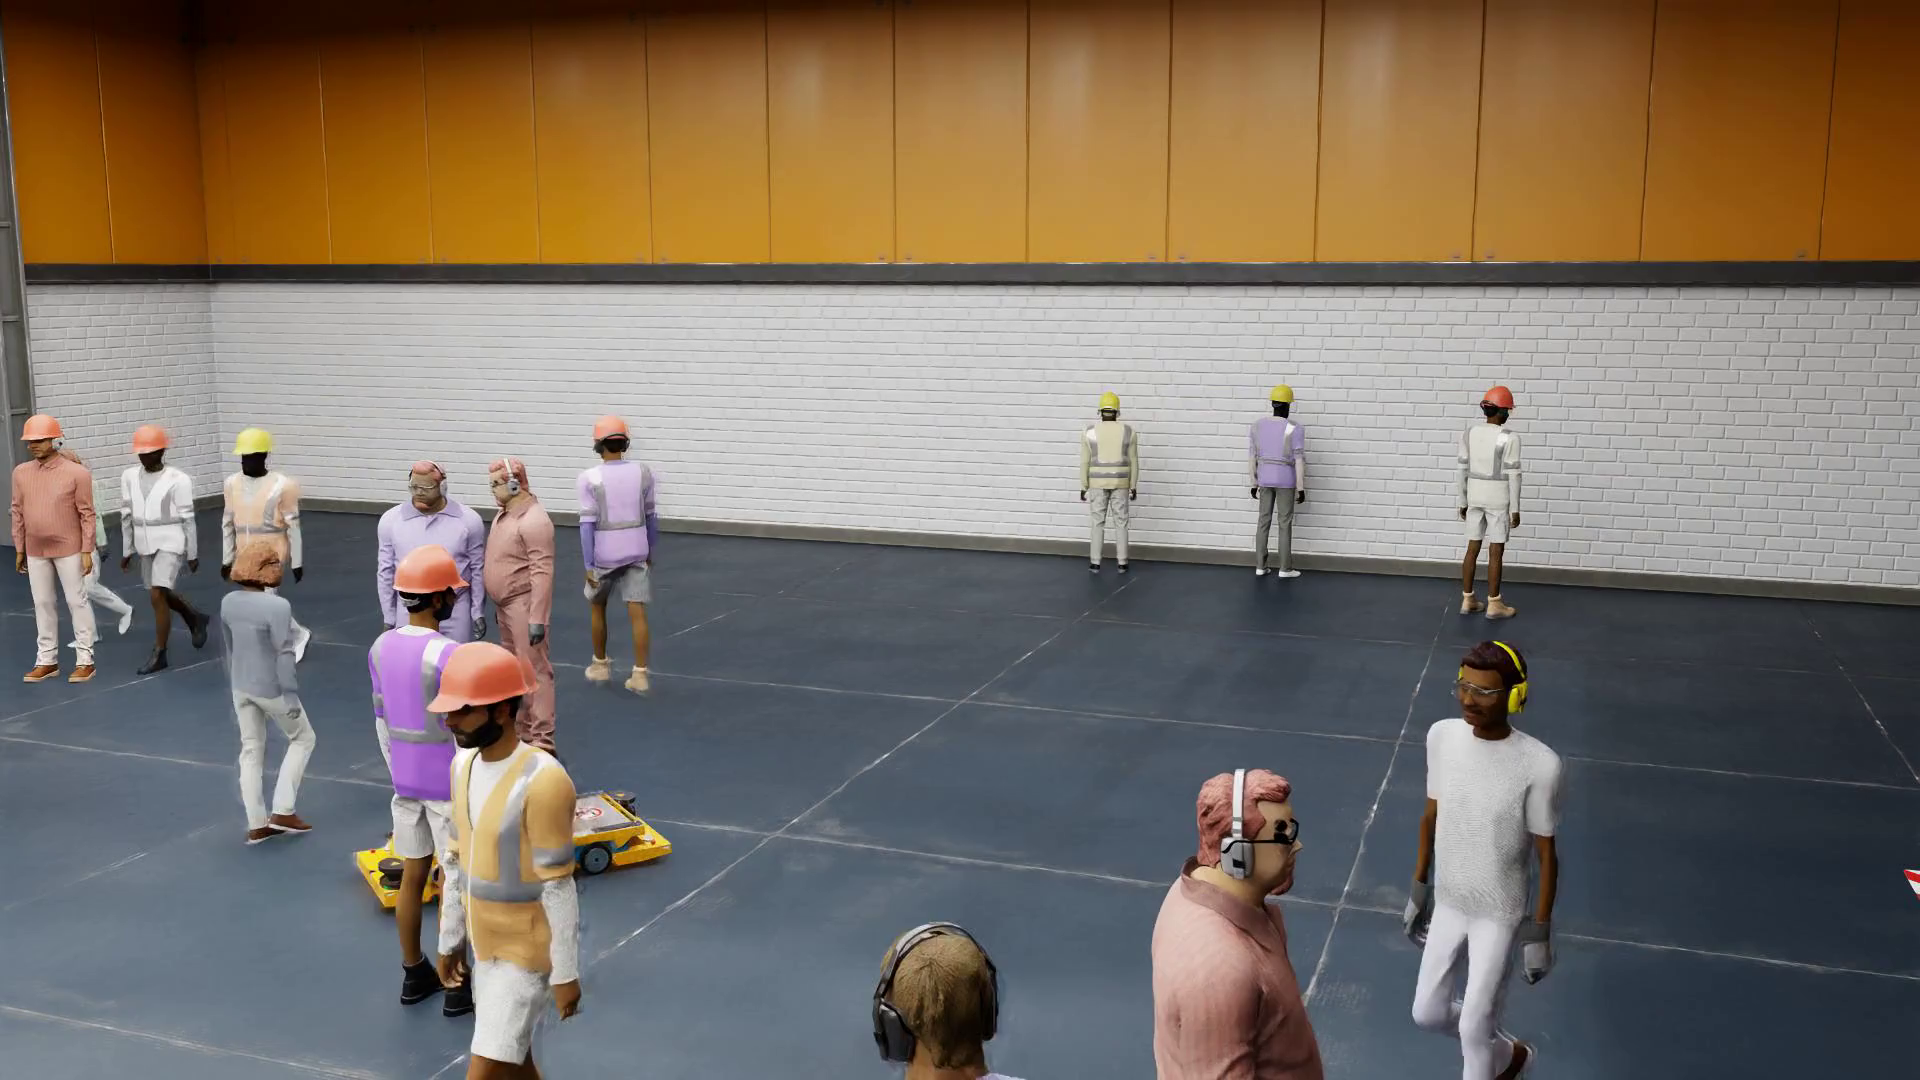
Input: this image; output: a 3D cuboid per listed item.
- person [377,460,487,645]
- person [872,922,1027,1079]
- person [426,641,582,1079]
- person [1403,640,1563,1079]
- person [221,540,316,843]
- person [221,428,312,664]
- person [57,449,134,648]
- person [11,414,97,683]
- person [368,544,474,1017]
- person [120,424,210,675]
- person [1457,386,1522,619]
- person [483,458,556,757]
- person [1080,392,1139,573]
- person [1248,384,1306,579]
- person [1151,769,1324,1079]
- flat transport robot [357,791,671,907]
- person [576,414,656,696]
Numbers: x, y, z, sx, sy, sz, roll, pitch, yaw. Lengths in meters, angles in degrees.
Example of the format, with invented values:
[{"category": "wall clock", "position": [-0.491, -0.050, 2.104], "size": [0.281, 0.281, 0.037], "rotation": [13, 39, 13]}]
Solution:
[{"category": "person", "position": [-3.223, 0.454, 10.190], "size": [0.643, 1.902, 0.399], "rotation": [-2, 9, -14]}, {"category": "person", "position": [0.025, 1.635, 2.896], "size": [0.647, 1.903, 0.919], "rotation": [-4, 10, -24]}, {"category": "person", "position": [-1.444, 1.257, 5.145], "size": [0.511, 1.915, 0.564], "rotation": [-9, 13, -44]}, {"category": "person", "position": [1.749, 1.223, 5.549], "size": [0.609, 1.858, 0.531], "rotation": [-7, 11, -36]}, {"category": "person", "position": [-3.674, 0.800, 8.873], "size": [0.522, 1.618, 0.425], "rotation": [4, 10, 25]}, {"category": "person", "position": [-5.212, 0.088, 12.509], "size": [0.594, 1.899, 0.932], "rotation": [3, 10, 17]}, {"category": "person", "position": [-7.096, 0.056, 13.499], "size": [0.553, 1.619, 0.498], "rotation": [5, 10, 26]}, {"category": "person", "position": [-6.702, 0.066, 12.303], "size": [0.612, 1.995, 0.382], "rotation": [0, 9, 1]}, {"category": "person", "position": [-2.141, 0.979, 6.813], "size": [0.545, 1.938, 0.355], "rotation": [5, 11, 31]}, {"category": "person", "position": [-6.130, 0.029, 12.880], "size": [0.535, 1.901, 0.914], "rotation": [2, 9, 10]}, {"category": "person", "position": [4.680, -0.336, 14.647], "size": [0.391, 2.040, 0.615], "rotation": [-7, 11, -37]}, {"category": "person", "position": [-2.741, 0.436, 10.307], "size": [0.401, 1.901, 0.640], "rotation": [-6, 11, -34]}, {"category": "person", "position": [1.506, -0.572, 16.770], "size": [0.608, 1.831, 0.404], "rotation": [0, 9, 1]}, {"category": "person", "position": [3.155, -0.578, 16.505], "size": [0.594, 1.926, 0.368], "rotation": [7, 11, 35]}, {"category": "person", "position": [0.642, 1.463, 3.906], "size": [0.400, 1.910, 0.643], "rotation": [1, 9, 6]}, {"category": "flat transport robot", "position": [-2.263, 1.544, 8.463], "size": [1.431, 0.197, 0.652], "rotation": [-5, 11, -30]}, {"category": "person", "position": [-2.507, 0.097, 12.068], "size": [0.631, 2.012, 0.866], "rotation": [-6, 11, -31]}]
